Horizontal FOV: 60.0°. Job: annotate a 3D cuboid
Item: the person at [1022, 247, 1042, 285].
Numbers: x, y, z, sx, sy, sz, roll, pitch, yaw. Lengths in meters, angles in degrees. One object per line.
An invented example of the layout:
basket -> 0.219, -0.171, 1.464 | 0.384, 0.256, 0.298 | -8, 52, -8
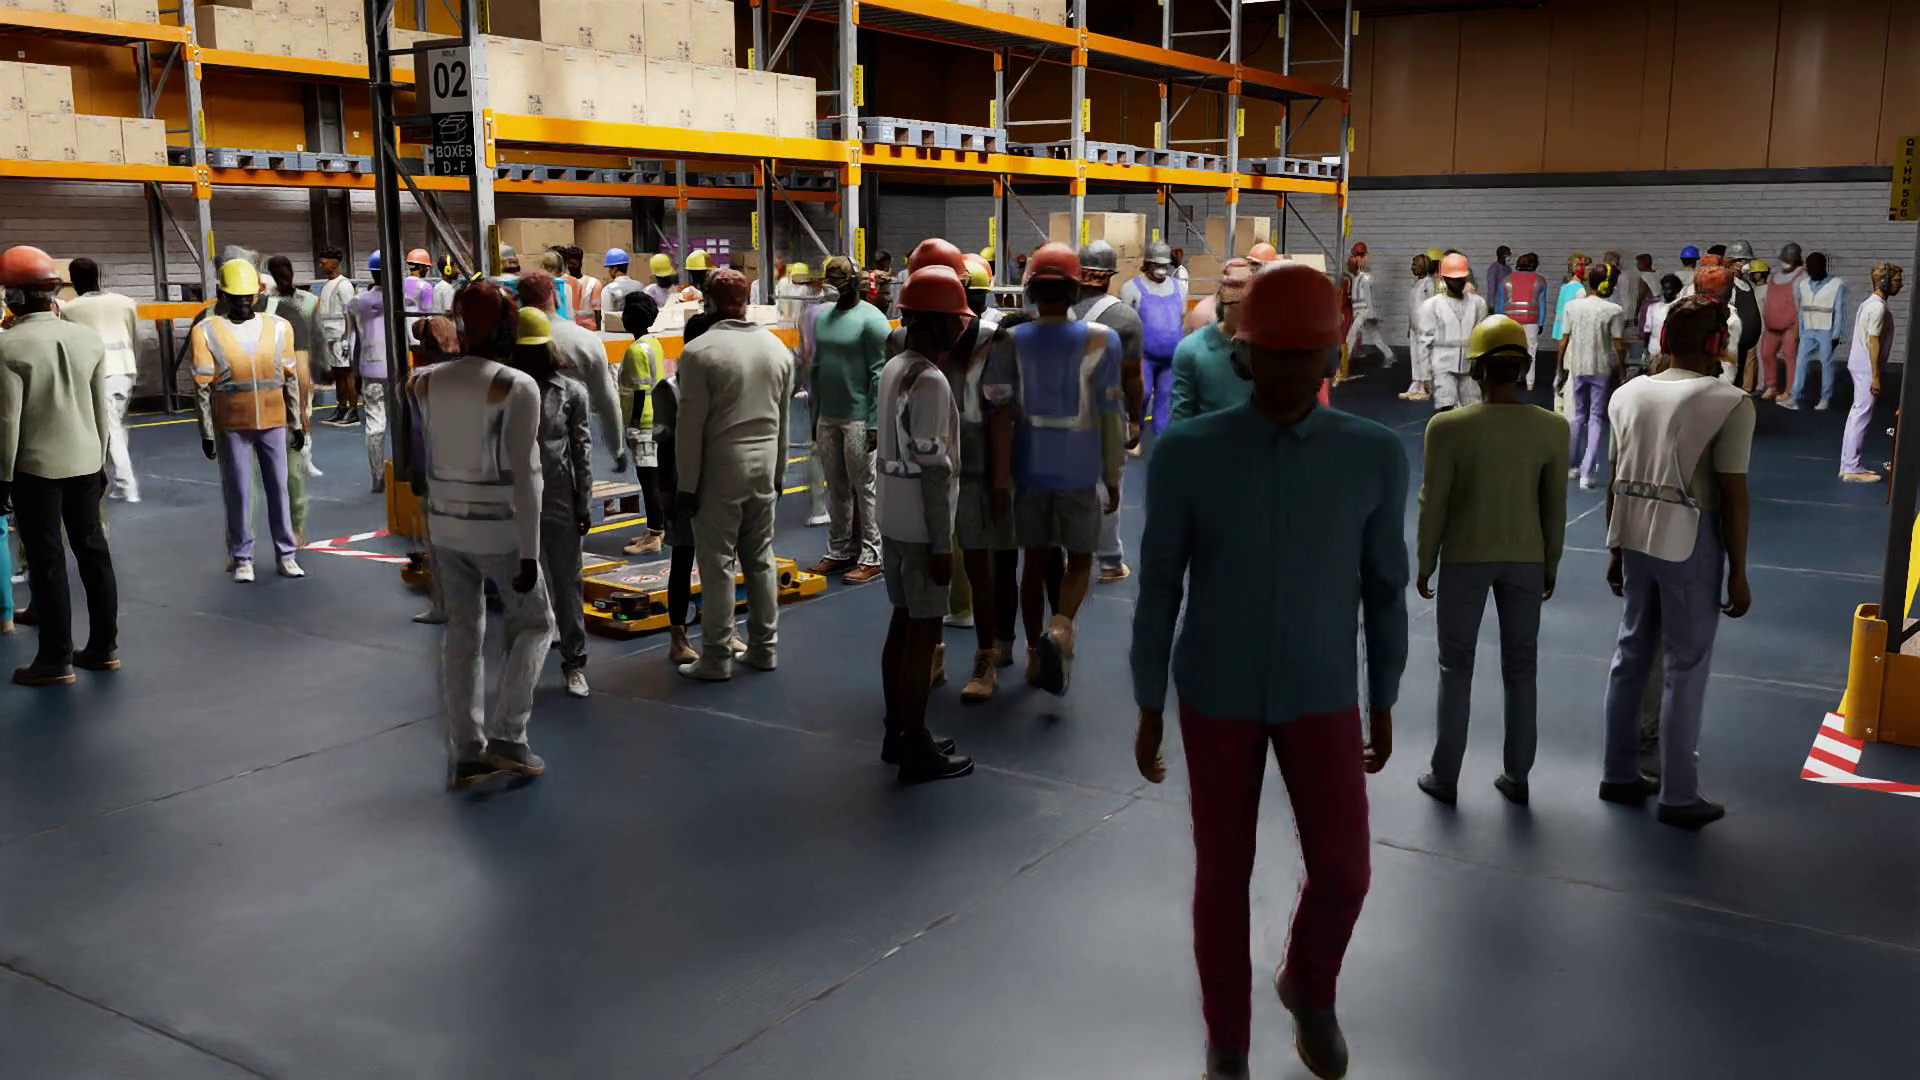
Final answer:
person -> 1.031, -3.071, 22.977 | 0.409, 1.922, 0.643 | -3, 11, -15

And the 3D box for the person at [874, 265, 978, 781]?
person -> -0.123, -0.058, 6.269 | 0.388, 1.930, 0.544 | -3, 11, -18

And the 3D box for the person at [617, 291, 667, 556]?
person -> -2.044, -0.751, 10.741 | 0.318, 1.700, 0.535 | 0, 10, 0

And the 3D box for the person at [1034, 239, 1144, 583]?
person -> 0.778, -0.771, 9.901 | 0.690, 2.000, 0.535 | 4, 11, 23

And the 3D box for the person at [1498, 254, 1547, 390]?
person -> 7.617, -2.950, 22.571 | 0.624, 1.835, 0.431 | 4, 11, 20

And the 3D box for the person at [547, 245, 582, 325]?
person -> -4.505, -2.340, 18.817 | 0.361, 1.958, 0.613 | 3, 11, 18

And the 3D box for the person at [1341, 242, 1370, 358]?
person -> 6.819, -4.125, 28.650 | 0.612, 1.986, 0.407 | -4, 11, -23

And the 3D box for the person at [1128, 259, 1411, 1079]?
person -> 0.703, 0.362, 3.808 | 0.642, 1.981, 0.433 | 1, 10, 4

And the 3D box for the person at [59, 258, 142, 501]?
person -> -6.694, -1.244, 12.967 | 0.736, 1.878, 0.620 | 7, 12, 34

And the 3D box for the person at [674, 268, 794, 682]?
person -> -1.062, -0.298, 7.700 | 0.400, 1.896, 0.653 | 9, 13, 40

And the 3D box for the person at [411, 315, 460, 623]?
person -> -2.730, -0.376, 8.852 | 0.314, 1.631, 0.525 | 3, 11, 14

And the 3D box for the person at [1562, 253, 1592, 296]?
person -> 9.859, -3.693, 26.714 | 0.616, 1.816, 0.431 | -6, 12, -30

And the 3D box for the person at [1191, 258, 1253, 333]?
person -> 2.029, -1.159, 12.472 | 0.656, 1.896, 0.496 | -1, 10, -7

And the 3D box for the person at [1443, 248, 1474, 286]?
person -> 7.243, -3.292, 24.261 | 0.496, 1.900, 0.640 | -3, 11, -17

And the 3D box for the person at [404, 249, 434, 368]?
person -> -6.104, -2.315, 18.789 | 0.549, 1.925, 0.384 | 6, 12, 29

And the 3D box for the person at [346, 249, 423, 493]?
person -> -4.585, -1.345, 13.337 | 0.605, 1.949, 0.399 | 1, 10, 6

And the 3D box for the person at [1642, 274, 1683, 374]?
person -> 7.568, -1.999, 17.734 | 0.697, 1.670, 0.531 | -8, 13, -38

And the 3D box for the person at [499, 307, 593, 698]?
person -> -1.858, -0.152, 7.320 | 0.485, 1.737, 0.321 | -2, 10, -10

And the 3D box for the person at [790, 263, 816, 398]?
person -> -2.019, -2.702, 21.465 | 0.347, 1.735, 0.485 | 4, 11, 20

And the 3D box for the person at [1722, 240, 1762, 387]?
person -> 7.832, -2.029, 16.872 | 0.682, 2.000, 0.535 | -9, 13, -40

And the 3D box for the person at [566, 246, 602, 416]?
person -> -4.393, -2.392, 19.132 | 0.601, 1.958, 0.380 | 1, 10, 7

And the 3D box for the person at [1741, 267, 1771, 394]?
person -> 10.430, -2.764, 21.793 | 0.575, 1.737, 0.355 | -5, 11, -27

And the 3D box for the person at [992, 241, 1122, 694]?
person -> 0.396, -0.292, 7.316 | 0.625, 2.019, 0.698 | 2, 10, 11

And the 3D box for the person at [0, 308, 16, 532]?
person -> -6.808, -0.993, 11.384 | 0.600, 1.957, 0.392 | -8, 13, -36

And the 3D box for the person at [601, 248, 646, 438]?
person -> -3.447, -2.009, 17.056 | 0.413, 1.939, 0.604 | 7, 12, 34

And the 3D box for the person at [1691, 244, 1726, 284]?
person -> 9.470, -2.725, 20.931 | 0.614, 1.965, 0.361 | -1, 10, -8

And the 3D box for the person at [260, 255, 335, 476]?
person -> -5.716, -1.478, 14.206 | 0.442, 1.896, 0.616 | 8, 13, 37

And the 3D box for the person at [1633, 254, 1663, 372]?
person -> 10.587, -3.478, 25.550 | 0.629, 1.824, 0.438 | -10, 14, -42

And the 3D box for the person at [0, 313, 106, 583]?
person -> -5.539, -0.583, 10.091 | 0.508, 1.606, 0.753 | 1, 10, 4

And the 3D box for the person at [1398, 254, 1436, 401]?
person -> 5.812, -2.685, 21.048 | 0.333, 1.844, 0.514 | -2, 10, -9

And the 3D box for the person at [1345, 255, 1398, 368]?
person -> 6.406, -3.580, 26.165 | 1.121, 1.809, 0.601 | -1, 10, -4

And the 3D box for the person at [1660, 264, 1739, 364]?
person -> 5.749, -1.219, 12.964 | 0.430, 1.836, 0.644 | -8, 13, -37

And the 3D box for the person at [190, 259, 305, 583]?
person -> -4.206, -0.699, 9.871 | 0.592, 1.913, 0.397 | -8, 13, -37
